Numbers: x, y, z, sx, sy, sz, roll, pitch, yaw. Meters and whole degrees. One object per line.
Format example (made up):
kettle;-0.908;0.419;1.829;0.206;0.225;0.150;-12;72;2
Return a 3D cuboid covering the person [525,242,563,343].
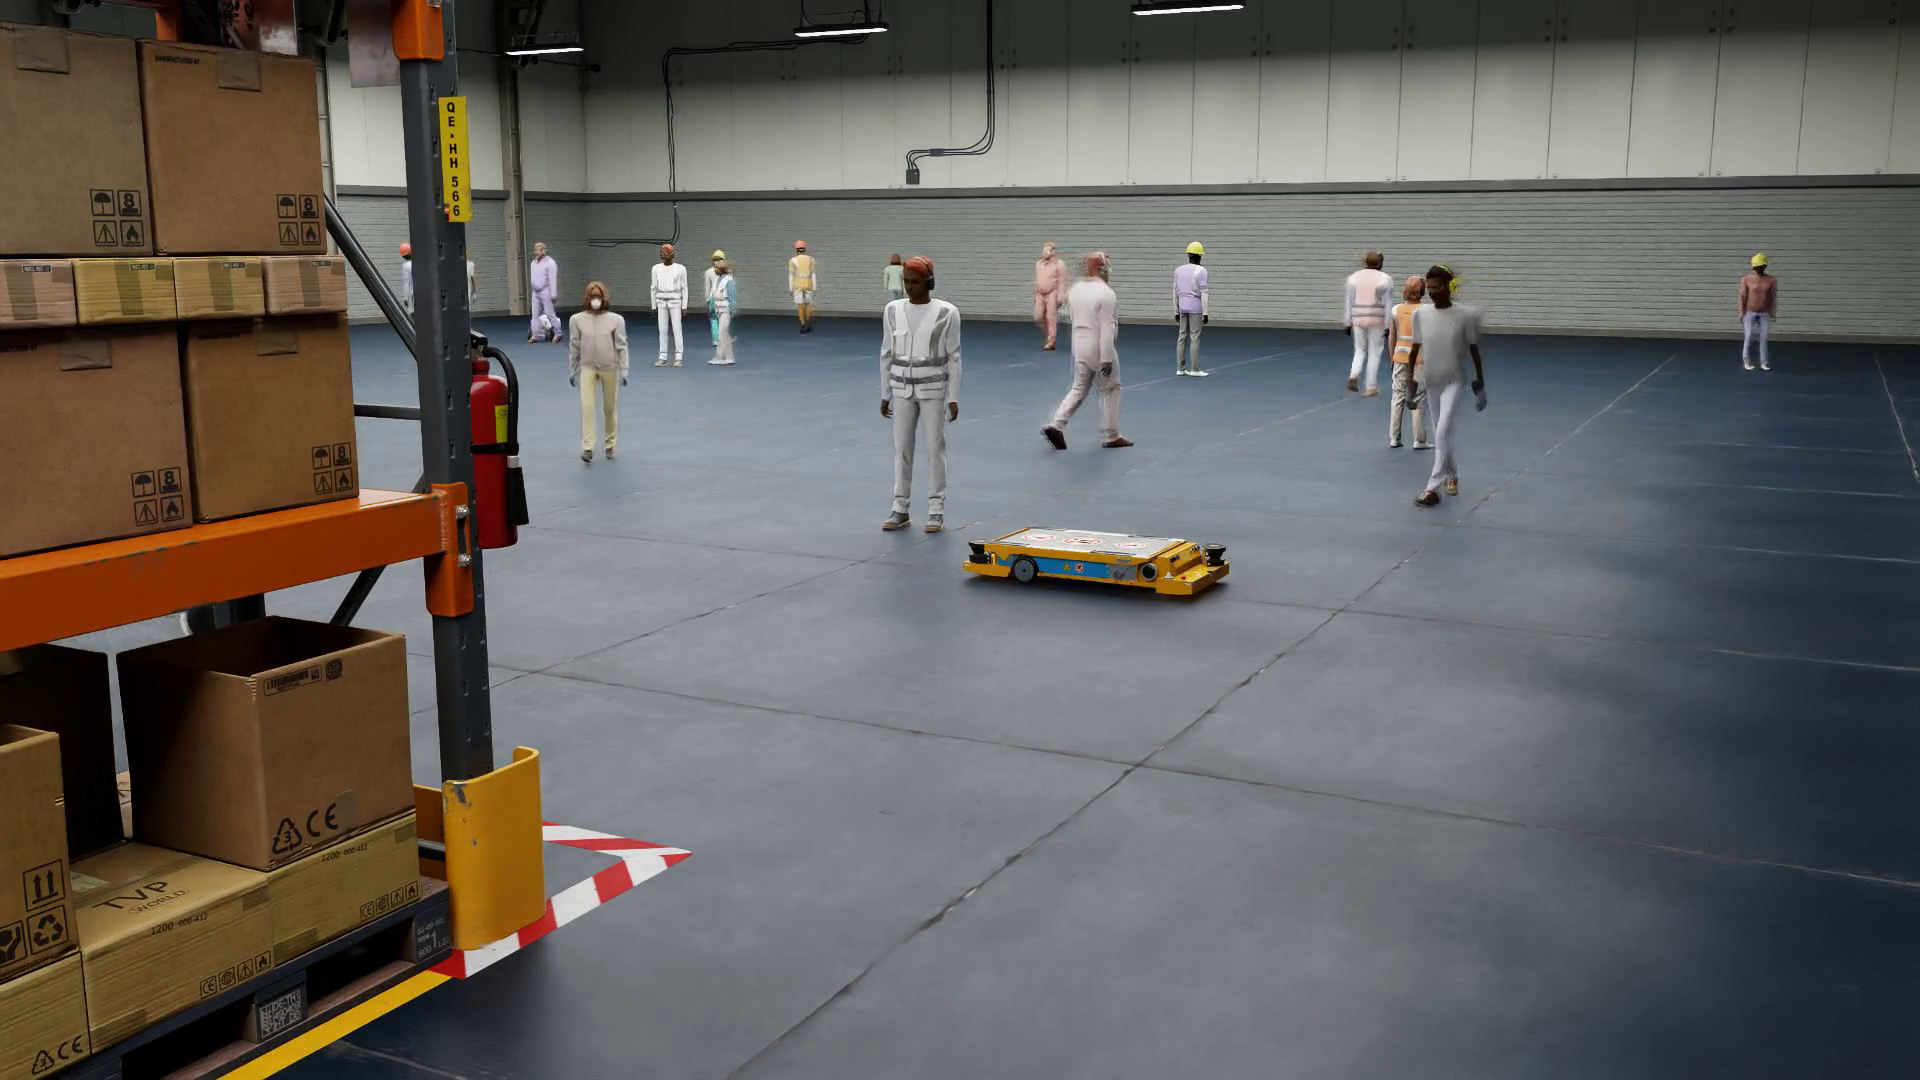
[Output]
person;-7.855;-4.653;31.379;0.674;1.911;0.649;7;12;33

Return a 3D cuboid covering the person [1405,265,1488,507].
person;3.707;-1.186;12.676;0.597;1.809;0.970;7;13;34

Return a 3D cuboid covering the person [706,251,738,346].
person;-4.394;-4.446;30.616;0.556;1.722;0.865;2;11;10

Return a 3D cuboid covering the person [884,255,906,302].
person;-1.443;-5.577;37.188;0.503;1.588;0.849;-1;10;-6

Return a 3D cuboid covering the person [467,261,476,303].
person;-9.796;-4.887;32.744;0.538;1.846;0.840;0;10;-2

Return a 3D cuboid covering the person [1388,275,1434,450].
person;4.292;-1.677;15.772;0.514;1.644;0.307;10;14;43

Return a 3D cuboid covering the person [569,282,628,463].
person;-3.229;-1.485;14.855;0.526;1.597;0.761;-1;10;-8

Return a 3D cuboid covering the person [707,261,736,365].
person;-3.777;-3.519;25.845;0.633;1.618;0.547;-7;13;-35

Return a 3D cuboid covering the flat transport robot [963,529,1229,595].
flat transport robot;0.801;0.105;9.798;1.431;0.197;0.652;5;12;27

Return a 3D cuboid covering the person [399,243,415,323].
person;-9.794;-4.445;30.242;0.381;1.892;0.723;8;13;39

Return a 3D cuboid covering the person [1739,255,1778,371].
person;11.948;-3.400;24.912;0.533;1.726;0.405;2;11;13

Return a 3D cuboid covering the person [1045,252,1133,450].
person;1.231;-1.782;15.720;0.897;1.873;0.649;-7;12;-33

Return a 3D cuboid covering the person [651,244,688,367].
person;-4.481;-3.605;25.630;0.583;1.882;0.337;2;11;11

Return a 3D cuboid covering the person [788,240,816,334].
person;-3.267;-5.212;34.270;0.556;1.918;0.637;-4;11;-18

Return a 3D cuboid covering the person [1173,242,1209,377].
person;3.337;-3.309;23.898;0.381;1.924;0.593;-10;14;-42

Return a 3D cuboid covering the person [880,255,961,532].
person;-0.278;-0.993;11.383;0.572;1.886;0.358;4;11;19

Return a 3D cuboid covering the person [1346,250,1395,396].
person;5.190;-2.733;21.010;0.646;1.832;0.433;8;13;36

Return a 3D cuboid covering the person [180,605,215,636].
person;-3.282;-0.232;7.266;0.886;1.883;0.596;9;13;39

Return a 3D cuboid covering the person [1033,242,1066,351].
person;1.551;-4.283;29.290;0.671;1.893;0.417;9;14;40

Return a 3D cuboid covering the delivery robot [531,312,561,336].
delivery robot;-7.968;-4.155;31.998;0.477;0.478;0.707;2;11;10
